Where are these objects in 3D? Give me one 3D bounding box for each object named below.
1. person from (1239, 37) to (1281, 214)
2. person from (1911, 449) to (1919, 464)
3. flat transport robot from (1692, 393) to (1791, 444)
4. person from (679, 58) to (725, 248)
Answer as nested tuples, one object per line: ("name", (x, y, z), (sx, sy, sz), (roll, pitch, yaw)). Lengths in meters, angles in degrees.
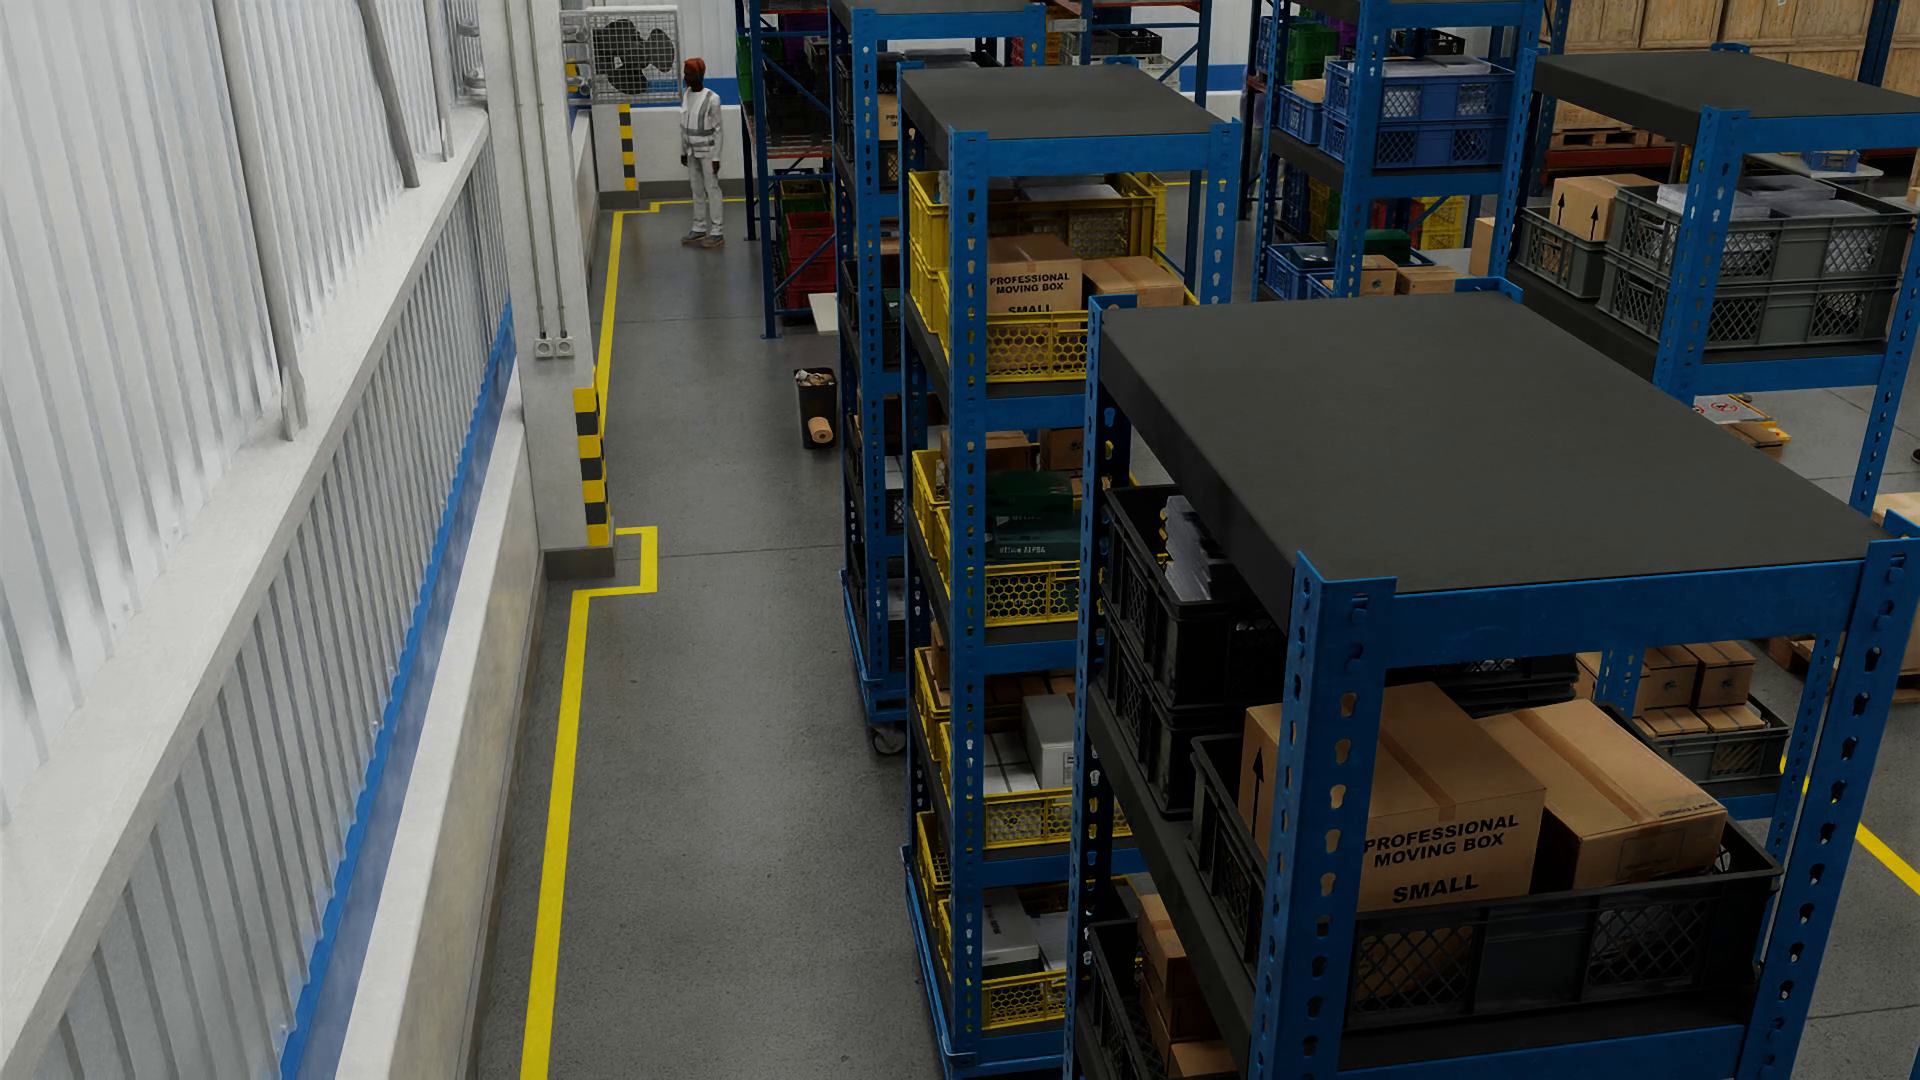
("person", (3.359, -4.545, 18.165), (0.635, 1.937, 0.354), (6, 25, 13))
("person", (6.931, -1.349, 11.346), (0.587, 1.830, 0.403), (5, 25, 11))
("flat transport robot", (5.224, -0.859, 12.132), (1.431, 0.197, 0.652), (-4, 25, -8))
("person", (-2.632, -3.926, 16.885), (0.572, 1.883, 0.354), (20, 31, 37))
